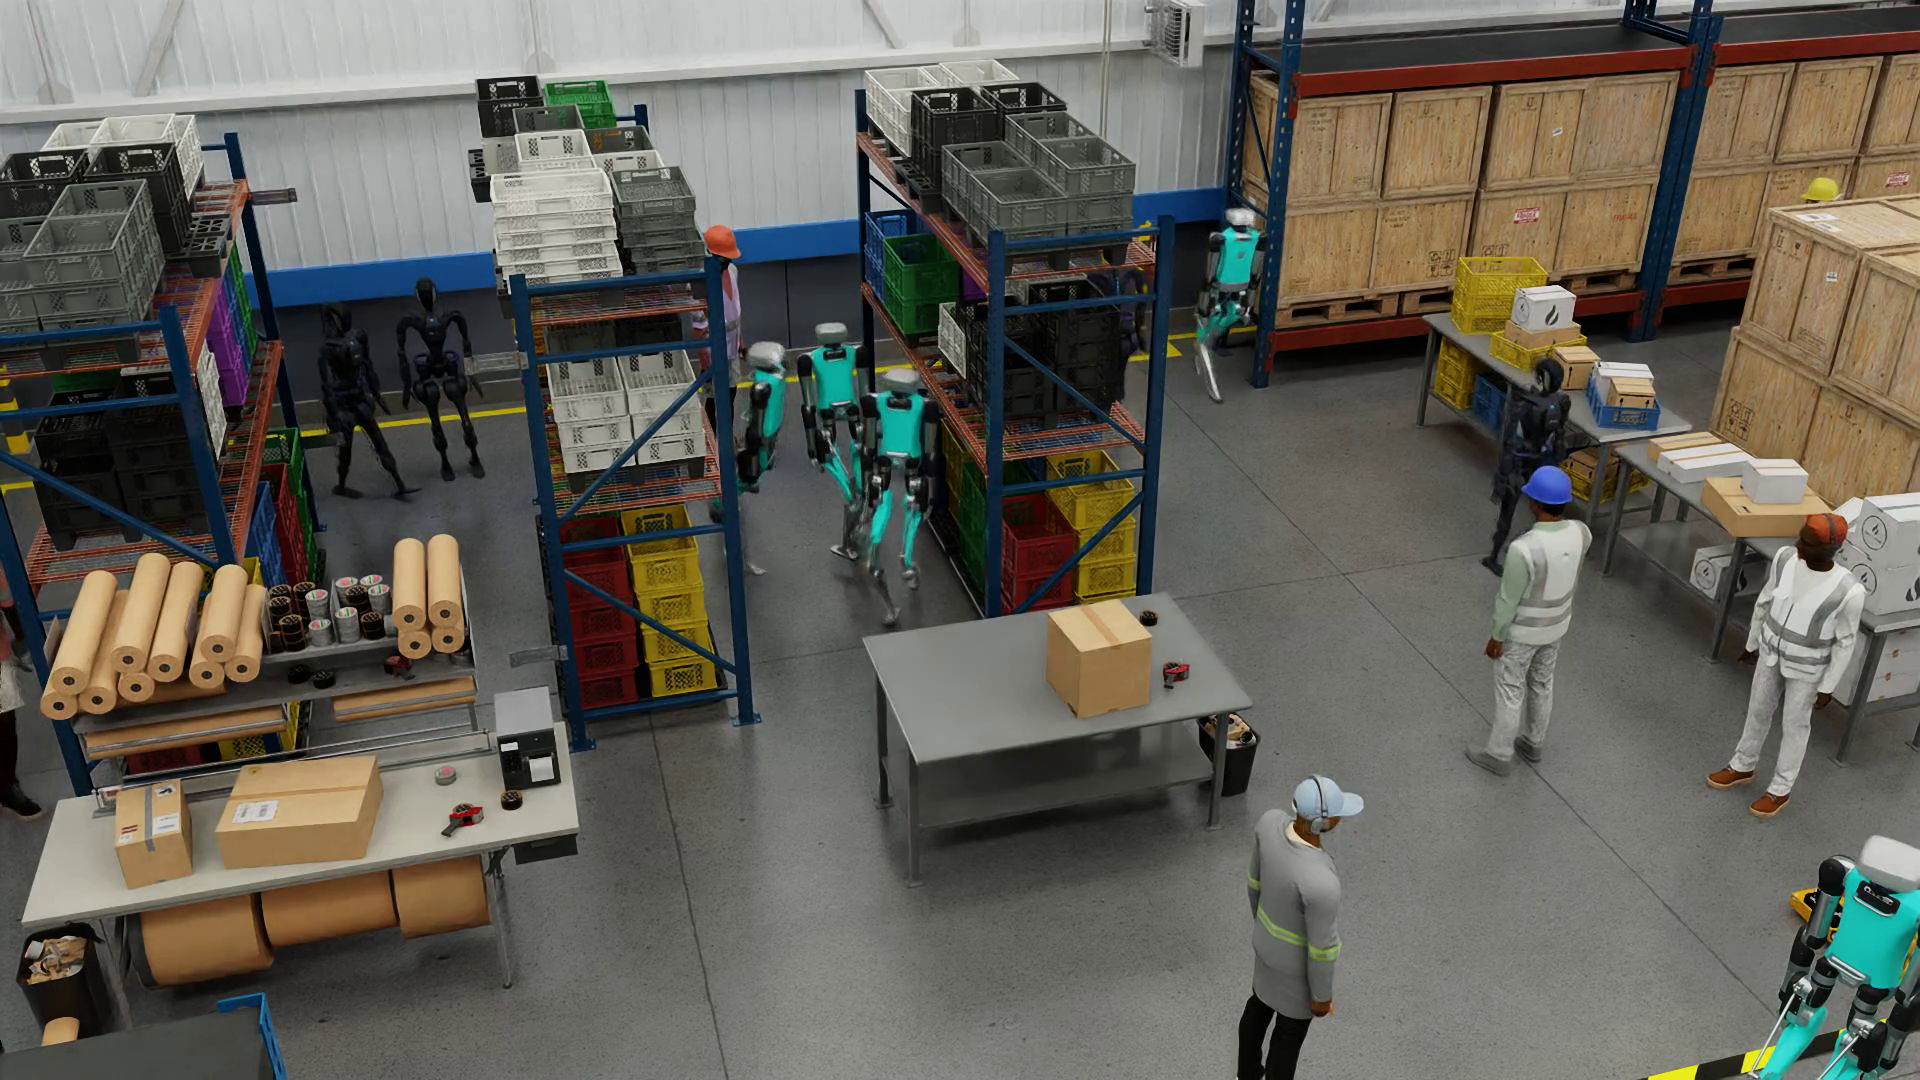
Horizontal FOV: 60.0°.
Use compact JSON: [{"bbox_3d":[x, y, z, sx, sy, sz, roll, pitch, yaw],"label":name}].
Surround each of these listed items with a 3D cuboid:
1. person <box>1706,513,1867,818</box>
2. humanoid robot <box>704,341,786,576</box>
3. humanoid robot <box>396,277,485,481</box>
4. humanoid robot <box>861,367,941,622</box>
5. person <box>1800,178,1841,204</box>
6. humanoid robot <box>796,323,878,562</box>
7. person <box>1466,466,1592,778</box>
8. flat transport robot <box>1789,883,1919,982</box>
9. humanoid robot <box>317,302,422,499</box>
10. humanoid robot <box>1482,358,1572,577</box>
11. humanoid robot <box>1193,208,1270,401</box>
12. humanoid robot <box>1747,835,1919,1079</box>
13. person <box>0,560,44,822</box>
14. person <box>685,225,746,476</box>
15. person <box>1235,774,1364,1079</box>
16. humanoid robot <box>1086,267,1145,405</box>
[{"bbox_3d":[4.620,0.682,9.245,0.338,1.880,0.580,-13,31,-22],"label":"person"},{"bbox_3d":[-1.583,-0.553,11.663,0.815,1.798,0.559,4,29,8],"label":"humanoid robot"},{"bbox_3d":[-4.057,-1.255,12.971,0.612,1.649,0.328,-12,31,-20],"label":"humanoid robot"},{"bbox_3d":[-0.432,-0.238,11.050,0.544,1.739,0.810,4,29,7],"label":"humanoid robot"},{"bbox_3d":[7.470,-2.312,14.762,0.410,1.823,0.596,23,36,36],"label":"person"},{"bbox_3d":[-0.783,-0.580,11.737,0.535,1.748,0.900,-10,30,-17],"label":"humanoid robot"},{"bbox_3d":[3.272,0.472,9.571,0.610,1.940,0.410,-16,33,-27],"label":"person"},{"bbox_3d":[5.163,1.916,8.676,1.431,0.231,0.659,-8,30,-14],"label":"flat transport robot"},{"bbox_3d":[-4.573,-1.018,12.581,0.755,1.630,0.585,10,30,18],"label":"humanoid robot"},{"bbox_3d":[3.960,-0.489,11.585,0.595,1.645,0.357,-13,32,-23],"label":"humanoid robot"},{"bbox_3d":[2.224,-2.104,14.496,0.560,1.802,0.933,-8,30,-14],"label":"humanoid robot"},{"bbox_3d":[3.503,2.020,6.822,0.735,1.677,0.533,-17,33,-28],"label":"humanoid robot"},{"bbox_3d":[-5.463,0.672,9.208,0.637,1.916,0.561,-21,35,-33],"label":"person"},{"bbox_3d":[-1.852,-1.482,13.029,0.382,2.034,0.604,12,31,21],"label":"person"},{"bbox_3d":[1.476,1.787,7.265,0.398,1.851,0.594,-9,30,-17],"label":"person"},{"bbox_3d":[1.265,-1.725,13.834,0.589,1.644,0.337,-6,29,-11],"label":"humanoid robot"}]
